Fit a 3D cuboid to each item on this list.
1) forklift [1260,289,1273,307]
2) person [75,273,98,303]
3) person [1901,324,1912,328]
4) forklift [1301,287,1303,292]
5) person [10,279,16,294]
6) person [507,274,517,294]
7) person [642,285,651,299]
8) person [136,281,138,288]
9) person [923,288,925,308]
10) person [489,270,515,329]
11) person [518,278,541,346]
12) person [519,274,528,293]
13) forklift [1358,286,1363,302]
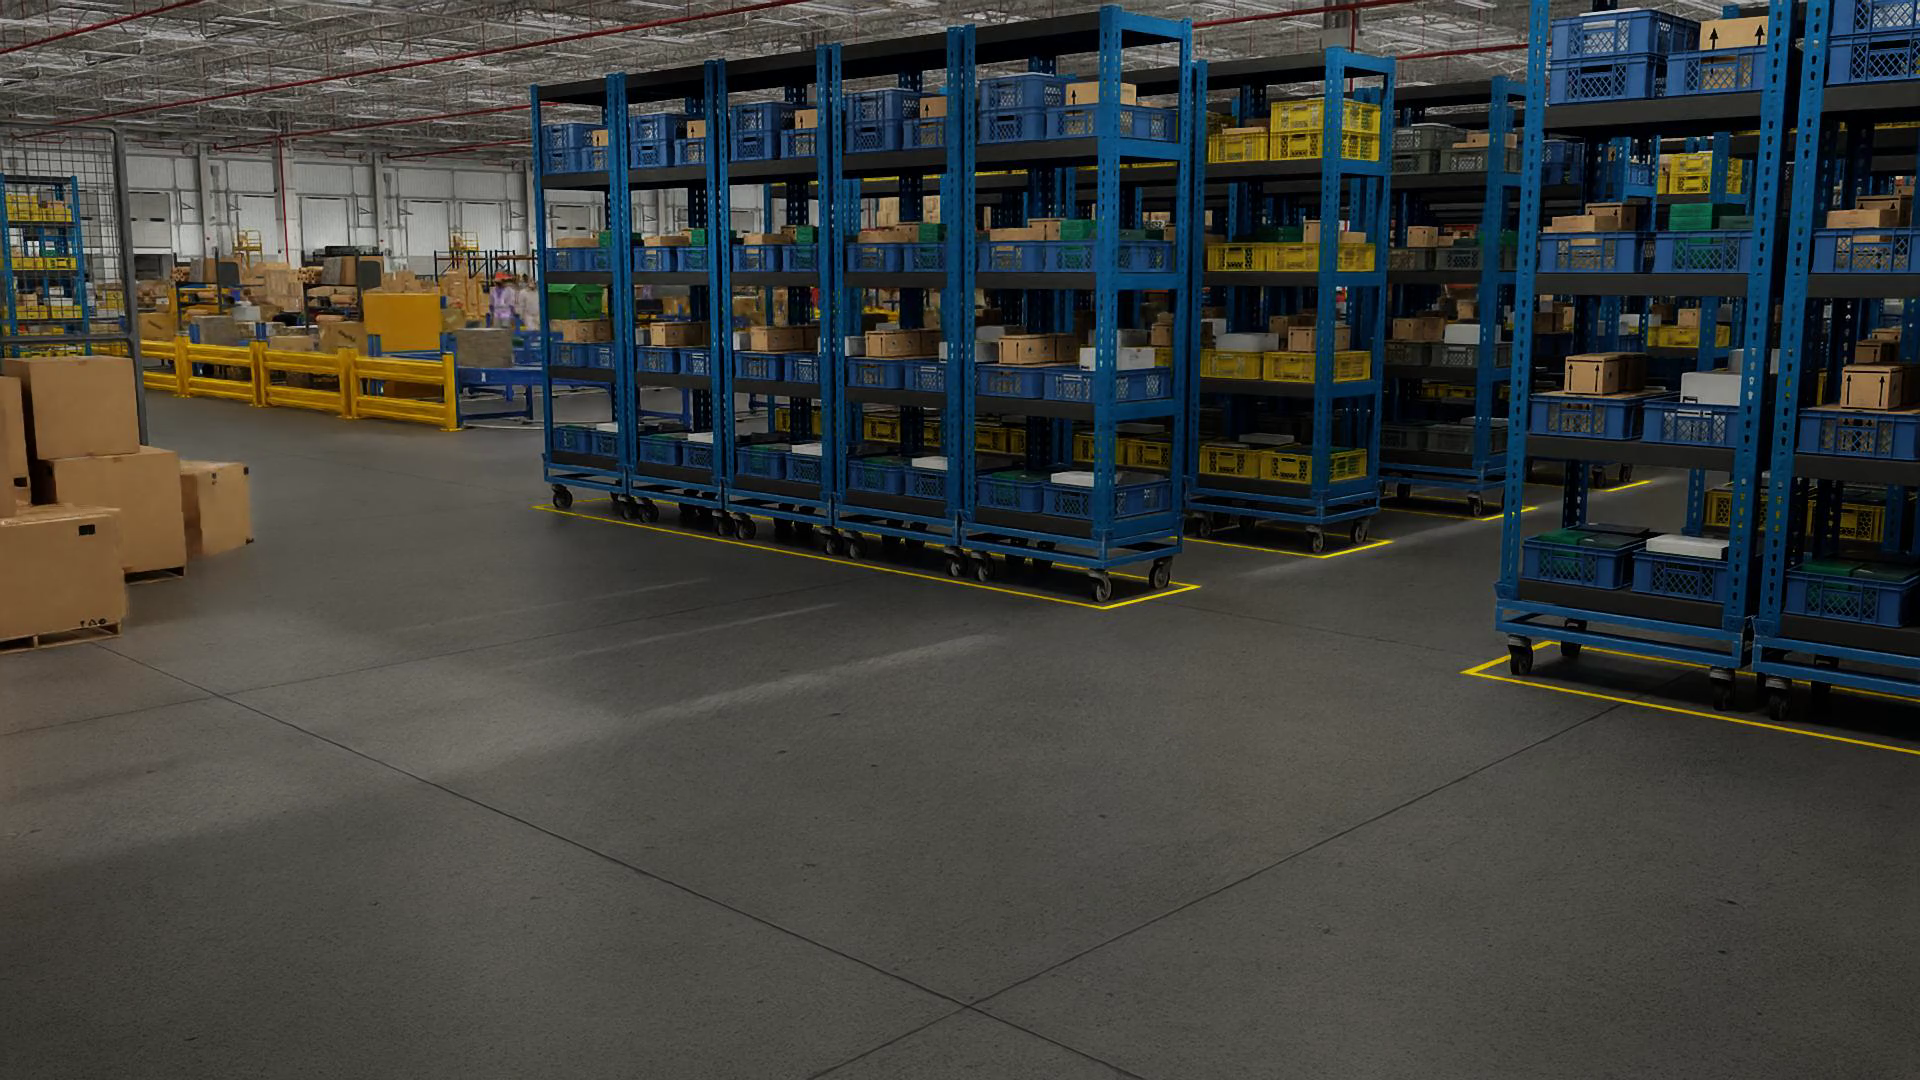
[{"bbox_3d":[9.997,-7.839,52.005,1.129,2.768,1.873,-6,11,-32],"label":"forklift"},{"bbox_3d":[-29.014,-7.882,55.146,0.810,1.943,0.579,-5,10,-27],"label":"person"},{"bbox_3d":[9.655,-1.535,16.653,0.835,1.794,0.627,-8,12,-40],"label":"person"},{"bbox_3d":[10.769,-8.203,54.240,1.129,2.768,1.873,8,12,42],"label":"forklift"},{"bbox_3d":[-36.887,-9.345,64.807,0.516,1.714,0.446,7,12,37],"label":"person"},{"bbox_3d":[-16.184,-8.655,60.074,1.021,1.892,0.558,-6,11,-31],"label":"person"},{"bbox_3d":[-11.471,-8.872,61.324,0.759,1.912,0.574,-1,9,-7],"label":"person"},{"bbox_3d":[-38.307,-11.447,77.321,0.647,1.848,0.508,0,9,-1],"label":"person"},{"bbox_3d":[-1.489,-8.296,57.811,0.900,1.907,0.547,9,13,43],"label":"person"},{"bbox_3d":[-10.098,-4.912,36.635,0.660,2.034,0.462,2,10,13],"label":"person"},{"bbox_3d":[-10.095,-5.295,39.551,1.019,1.840,0.676,8,12,41],"label":"person"},{"bbox_3d":[-17.507,-9.781,67.007,0.523,1.870,0.317,-6,11,-31],"label":"person"},{"bbox_3d":[11.100,-7.017,46.970,1.873,2.768,1.129,9,13,43],"label":"forklift"}]
